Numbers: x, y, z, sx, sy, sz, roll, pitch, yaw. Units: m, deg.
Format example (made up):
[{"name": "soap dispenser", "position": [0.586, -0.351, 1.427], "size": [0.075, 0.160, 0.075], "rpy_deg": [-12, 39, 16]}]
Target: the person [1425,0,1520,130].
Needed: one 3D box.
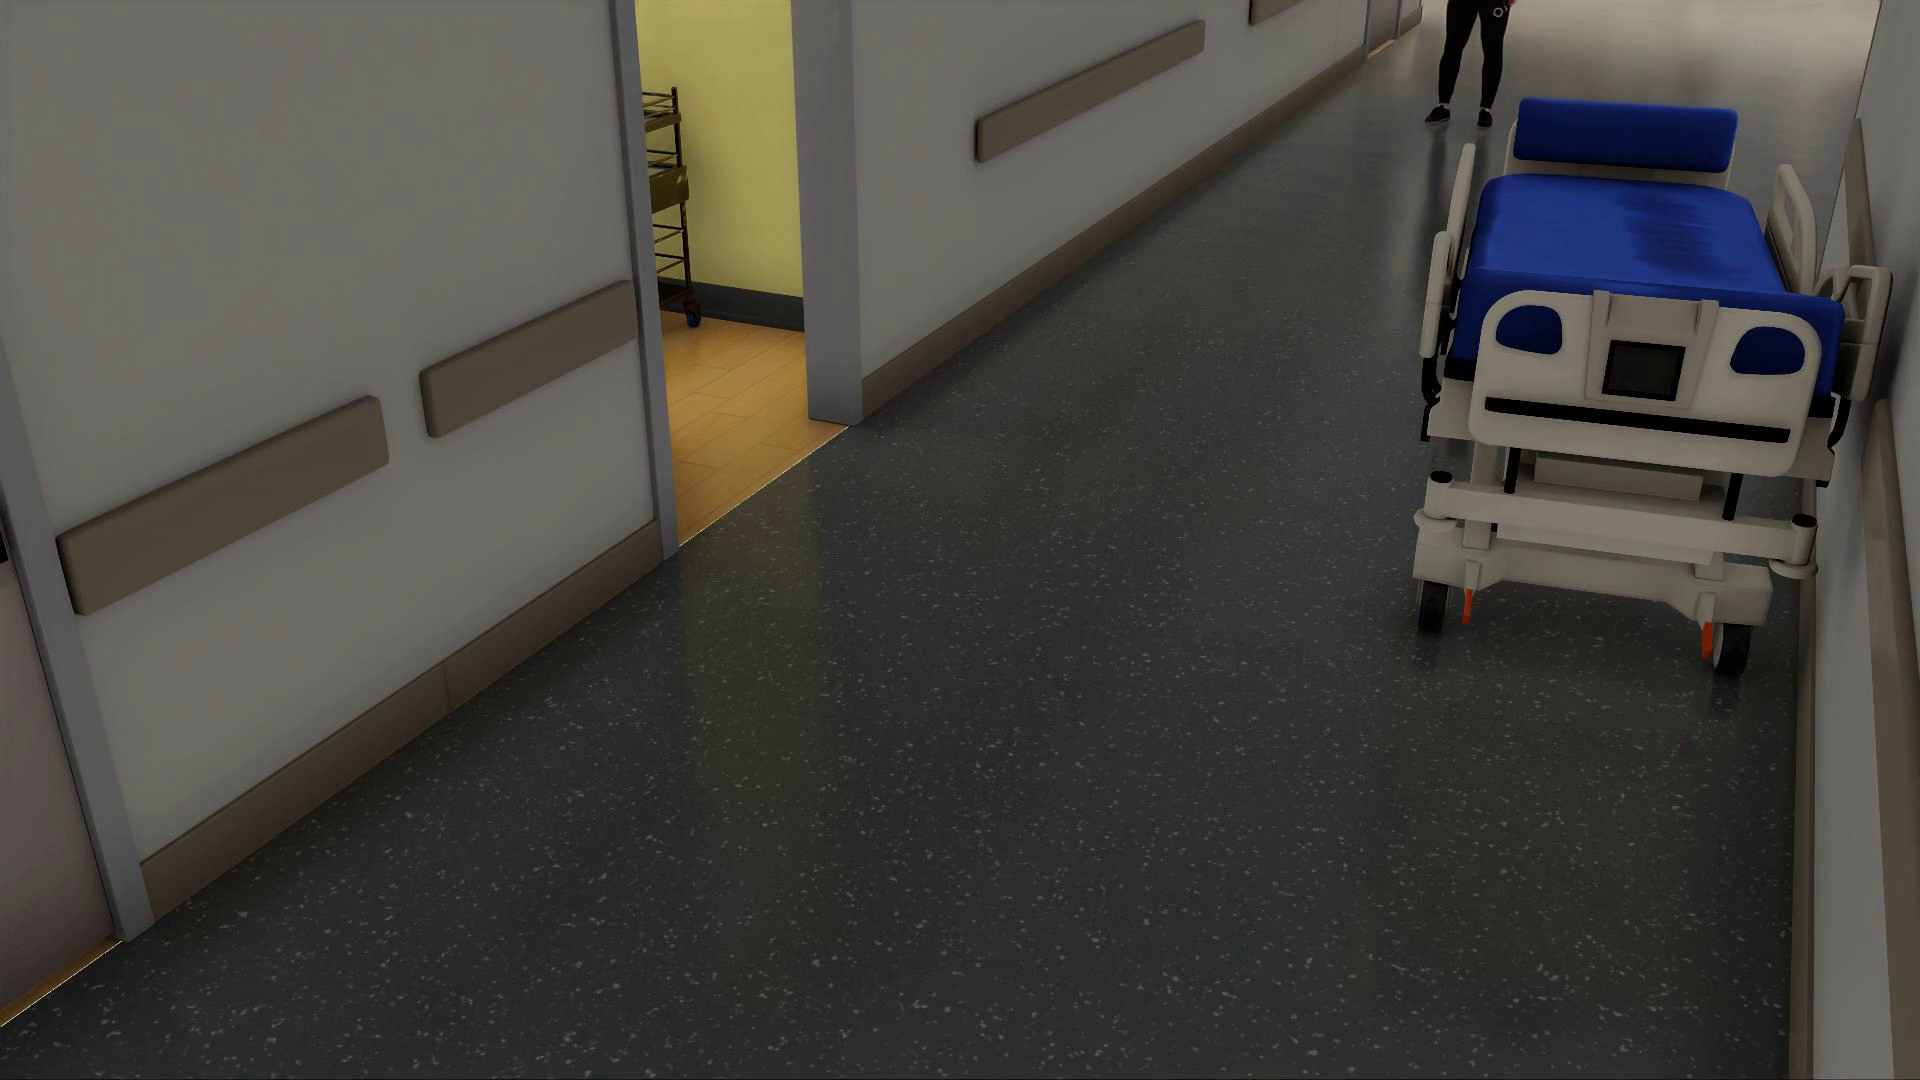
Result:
[{"name": "person", "position": [3.618, -3.805, 11.513], "size": [0.537, 1.834, 0.755], "rpy_deg": [14, 29, 27]}]
